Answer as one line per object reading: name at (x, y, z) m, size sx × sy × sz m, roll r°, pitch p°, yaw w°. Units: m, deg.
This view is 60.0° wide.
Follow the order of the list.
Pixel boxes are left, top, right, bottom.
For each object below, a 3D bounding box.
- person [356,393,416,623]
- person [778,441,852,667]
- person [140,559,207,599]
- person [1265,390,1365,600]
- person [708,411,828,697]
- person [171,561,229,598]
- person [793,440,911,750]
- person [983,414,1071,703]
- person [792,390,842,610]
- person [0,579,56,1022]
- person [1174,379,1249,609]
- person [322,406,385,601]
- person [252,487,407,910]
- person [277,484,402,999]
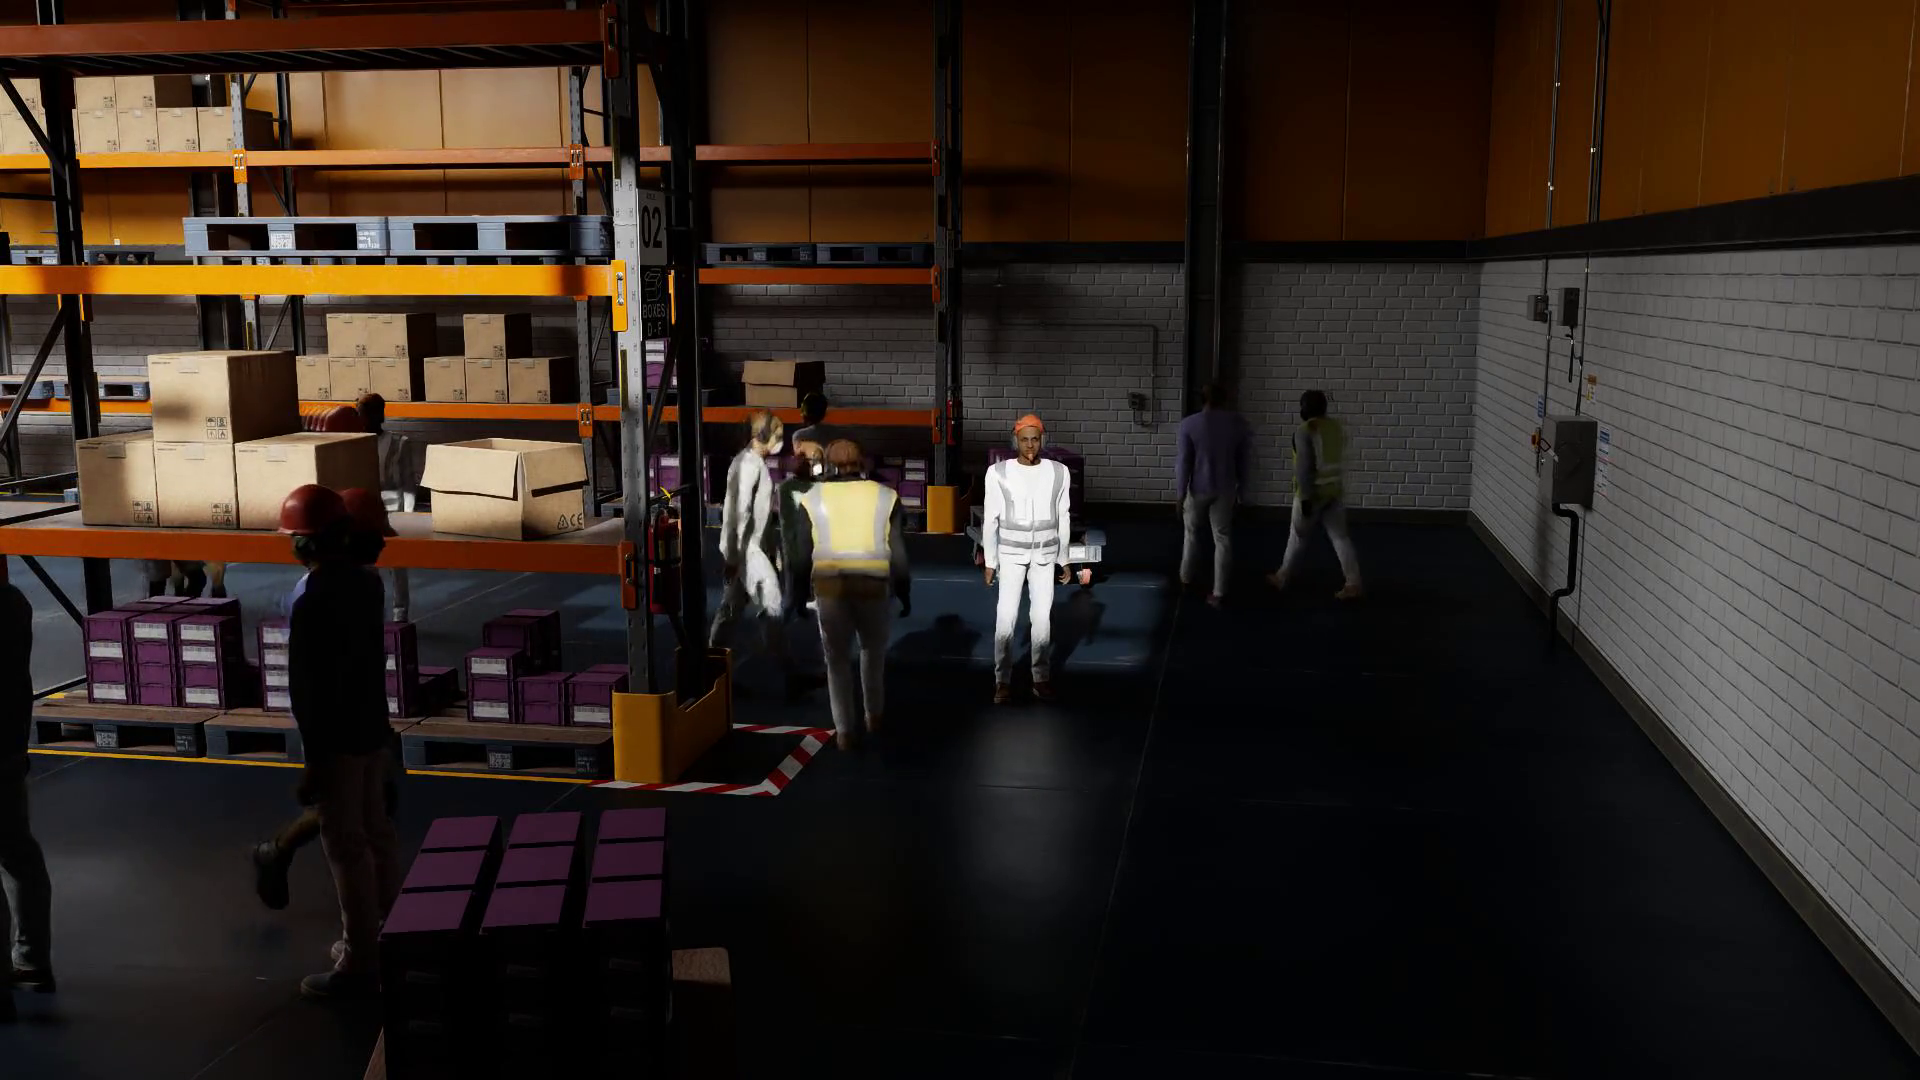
person at (-4.446, -0.183, 12.708) m, size 0.579 × 1.881 × 0.342 m, roll 1°, pitch 9°, yaw 6°
person at (-1.095, 0.095, 11.816) m, size 0.511 × 1.611 × 0.682 m, roll -8°, pitch 12°, yaw -41°
person at (-5.752, 0.013, 12.109) m, size 0.453 × 1.677 × 0.532 m, roll 3°, pitch 10°, yaw 18°
person at (3.090, -0.384, 14.290) m, size 0.656 × 1.790 × 1.004 m, roll -6°, pitch 11°, yaw -35°
person at (-1.283, 0.101, 10.950) m, size 0.959 × 1.878 × 0.696 m, roll -1°, pitch 9°, yaw -4°
person at (-6.147, -0.314, 13.430) m, size 0.710 × 1.908 × 0.569 m, roll 4°, pitch 10°, yaw 26°
person at (-0.647, 0.302, 9.951) m, size 0.689 × 1.799 × 0.805 m, roll -1°, pitch 9°, yaw -5°
person at (0.438, 0.124, 10.796) m, size 0.583 × 1.882 × 0.337 m, roll -2°, pitch 9°, yaw -10°
person at (-1.084, -0.285, 13.516) m, size 0.640 × 1.836 × 0.544 m, roll 8°, pitch 12°, yaw 42°
person at (-3.691, 0.835, 6.218) m, size 0.355 × 1.937 × 0.635 m, roll 1°, pitch 9°, yaw 4°
person at (2.104, -0.417, 14.124) m, size 0.659 × 1.889 × 0.988 m, roll -1°, pitch 9°, yaw -8°
person at (-4.047, 0.057, 11.153) m, size 0.867 × 1.898 × 0.575 m, roll 1°, pitch 9°, yaw 8°
person at (-2.639, 0.723, 7.016) m, size 0.746 × 1.909 × 0.561 m, roll 3°, pitch 10°, yaw 17°
person at (-2.412, 0.771, 6.446) m, size 0.393 × 1.990 × 0.616 m, roll 0°, pitch 9°, yaw 2°
